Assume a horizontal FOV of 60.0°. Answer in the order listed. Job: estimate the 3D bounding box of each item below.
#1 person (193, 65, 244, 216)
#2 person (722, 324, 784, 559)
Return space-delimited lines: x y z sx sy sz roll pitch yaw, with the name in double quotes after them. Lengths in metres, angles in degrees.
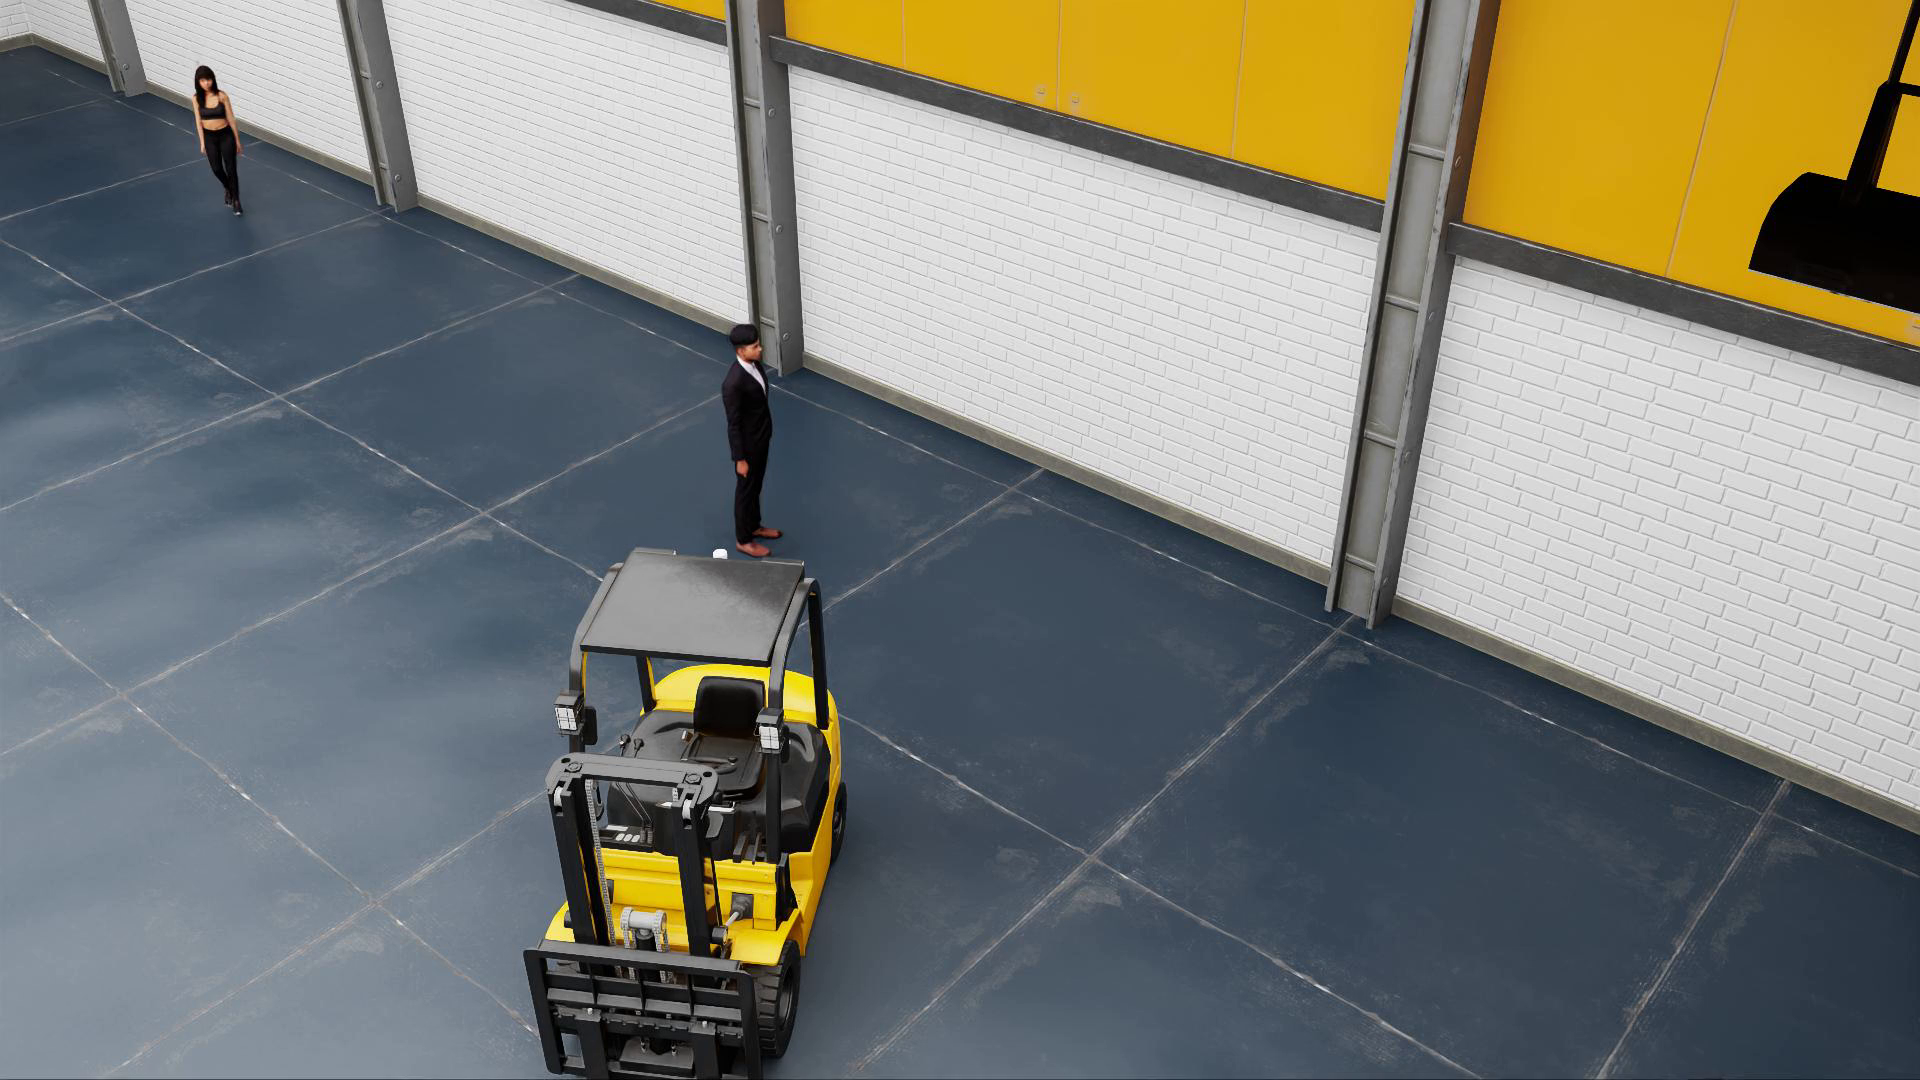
-8.024 -4.361 18.028 0.720 1.638 0.783 -12 35 -17 "person"
-1.578 -0.761 12.394 0.741 1.879 0.777 7 34 10 "person"
